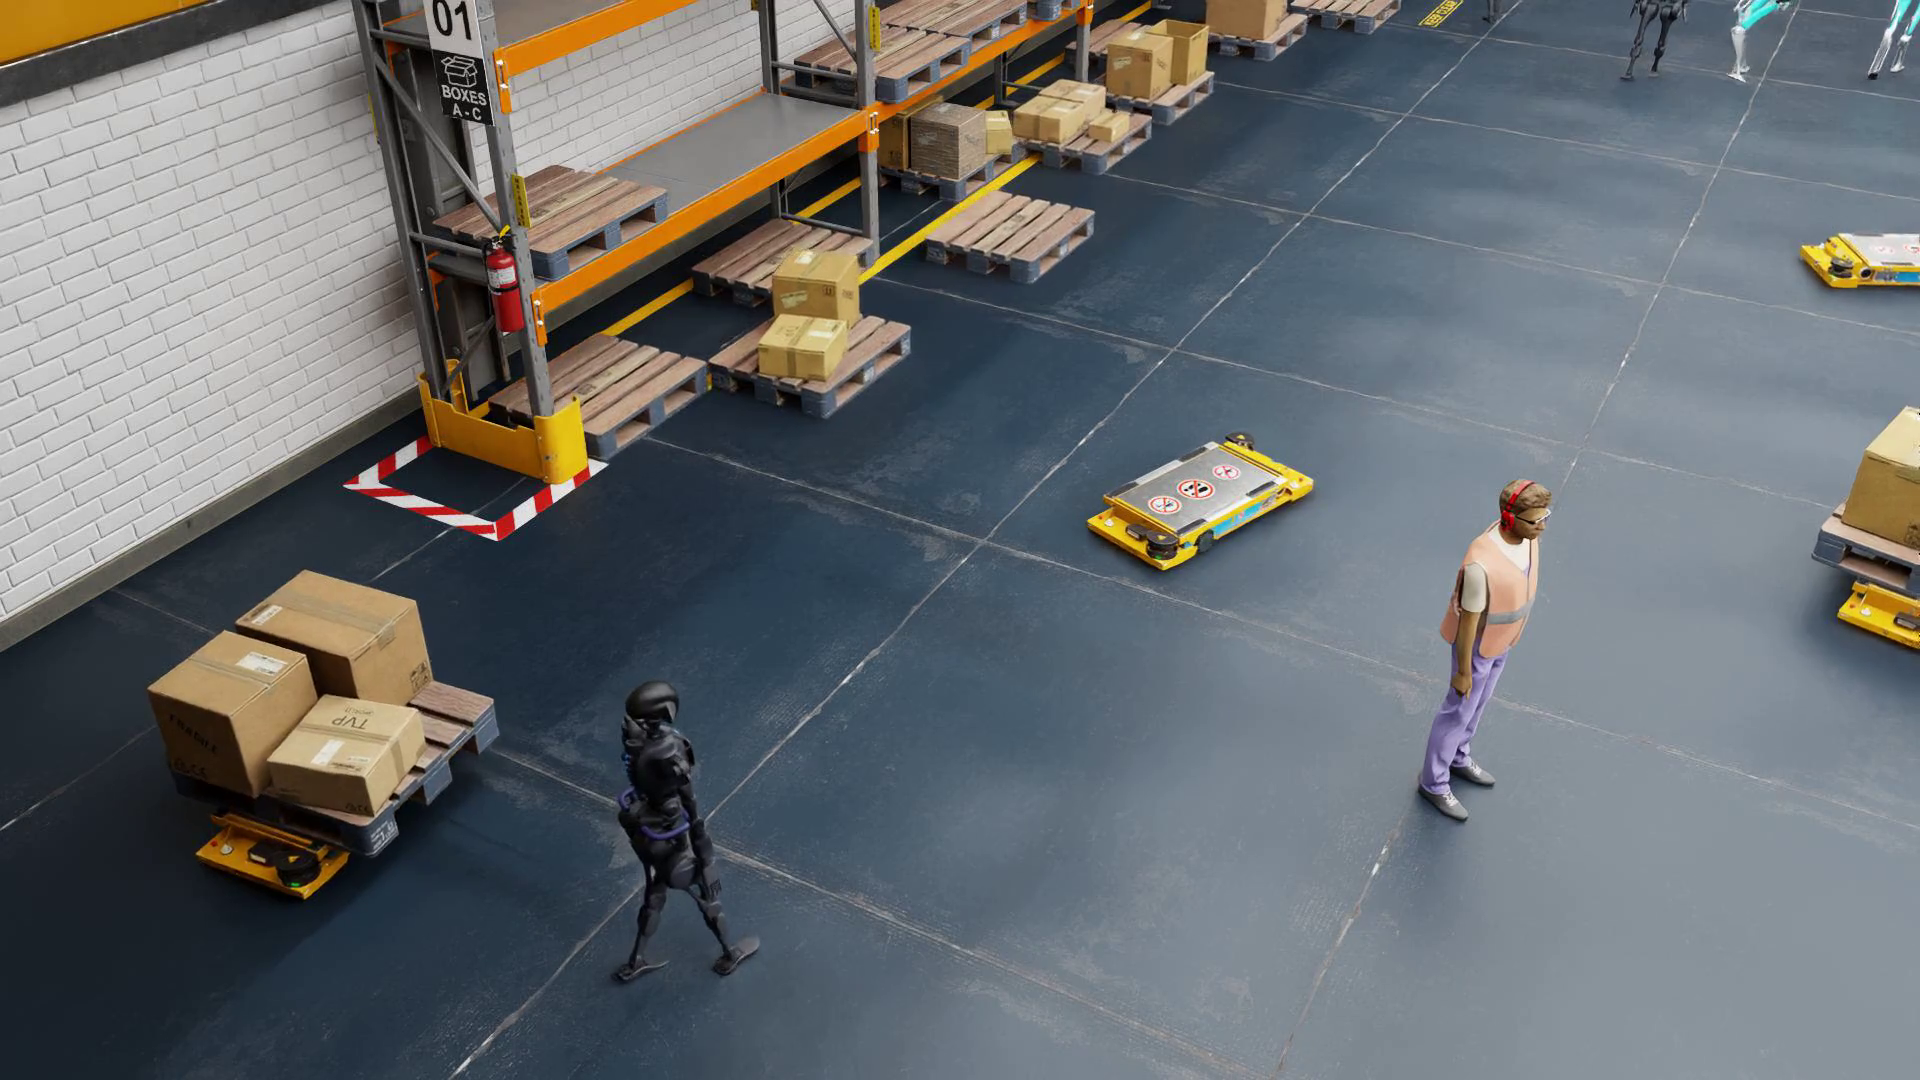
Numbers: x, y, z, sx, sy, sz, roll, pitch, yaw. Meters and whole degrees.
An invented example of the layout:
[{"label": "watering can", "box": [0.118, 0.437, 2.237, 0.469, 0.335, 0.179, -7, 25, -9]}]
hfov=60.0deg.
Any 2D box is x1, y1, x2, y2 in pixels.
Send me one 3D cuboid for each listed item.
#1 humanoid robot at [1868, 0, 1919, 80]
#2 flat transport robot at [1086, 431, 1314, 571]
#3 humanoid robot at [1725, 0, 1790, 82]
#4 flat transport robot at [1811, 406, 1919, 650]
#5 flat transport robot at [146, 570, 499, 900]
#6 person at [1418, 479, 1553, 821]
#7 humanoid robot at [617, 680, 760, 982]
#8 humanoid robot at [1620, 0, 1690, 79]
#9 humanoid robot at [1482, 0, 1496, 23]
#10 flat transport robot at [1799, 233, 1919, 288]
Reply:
[{"label": "humanoid robot", "box": [10.004, -5.697, 17.506, 0.858, 1.851, 0.542, -27, 42, -35]}, {"label": "flat transport robot", "box": [1.537, -0.263, 10.547, 1.431, 0.231, 0.659, -26, 41, -34]}, {"label": "humanoid robot", "box": [8.417, -5.764, 17.539, 0.861, 1.774, 0.601, -6, 34, -10]}, {"label": "flat transport robot", "box": [5.780, 0.225, 9.807, 0.659, 0.231, 1.431, 27, 42, 35]}, {"label": "flat transport robot", "box": [-3.067, 1.188, 8.351, 0.659, 0.231, 1.431, 13, 36, 19]}, {"label": "person", "box": [2.500, 0.492, 7.974, 0.374, 1.843, 0.567, 25, 41, 32]}, {"label": "humanoid robot", "box": [-1.227, 1.211, 7.064, 0.614, 1.640, 0.616, -24, 40, -32]}, {"label": "humanoid robot", "box": [7.339, -5.609, 17.385, 0.595, 1.629, 0.725, 20, 38, 27]}, {"label": "humanoid robot", "box": [6.266, -6.925, 19.369, 0.594, 1.633, 0.655, -4, 34, -7]}, {"label": "flat transport robot", "box": [7.718, -2.268, 13.580, 1.431, 0.231, 0.659, 1, 33, 1]}]
